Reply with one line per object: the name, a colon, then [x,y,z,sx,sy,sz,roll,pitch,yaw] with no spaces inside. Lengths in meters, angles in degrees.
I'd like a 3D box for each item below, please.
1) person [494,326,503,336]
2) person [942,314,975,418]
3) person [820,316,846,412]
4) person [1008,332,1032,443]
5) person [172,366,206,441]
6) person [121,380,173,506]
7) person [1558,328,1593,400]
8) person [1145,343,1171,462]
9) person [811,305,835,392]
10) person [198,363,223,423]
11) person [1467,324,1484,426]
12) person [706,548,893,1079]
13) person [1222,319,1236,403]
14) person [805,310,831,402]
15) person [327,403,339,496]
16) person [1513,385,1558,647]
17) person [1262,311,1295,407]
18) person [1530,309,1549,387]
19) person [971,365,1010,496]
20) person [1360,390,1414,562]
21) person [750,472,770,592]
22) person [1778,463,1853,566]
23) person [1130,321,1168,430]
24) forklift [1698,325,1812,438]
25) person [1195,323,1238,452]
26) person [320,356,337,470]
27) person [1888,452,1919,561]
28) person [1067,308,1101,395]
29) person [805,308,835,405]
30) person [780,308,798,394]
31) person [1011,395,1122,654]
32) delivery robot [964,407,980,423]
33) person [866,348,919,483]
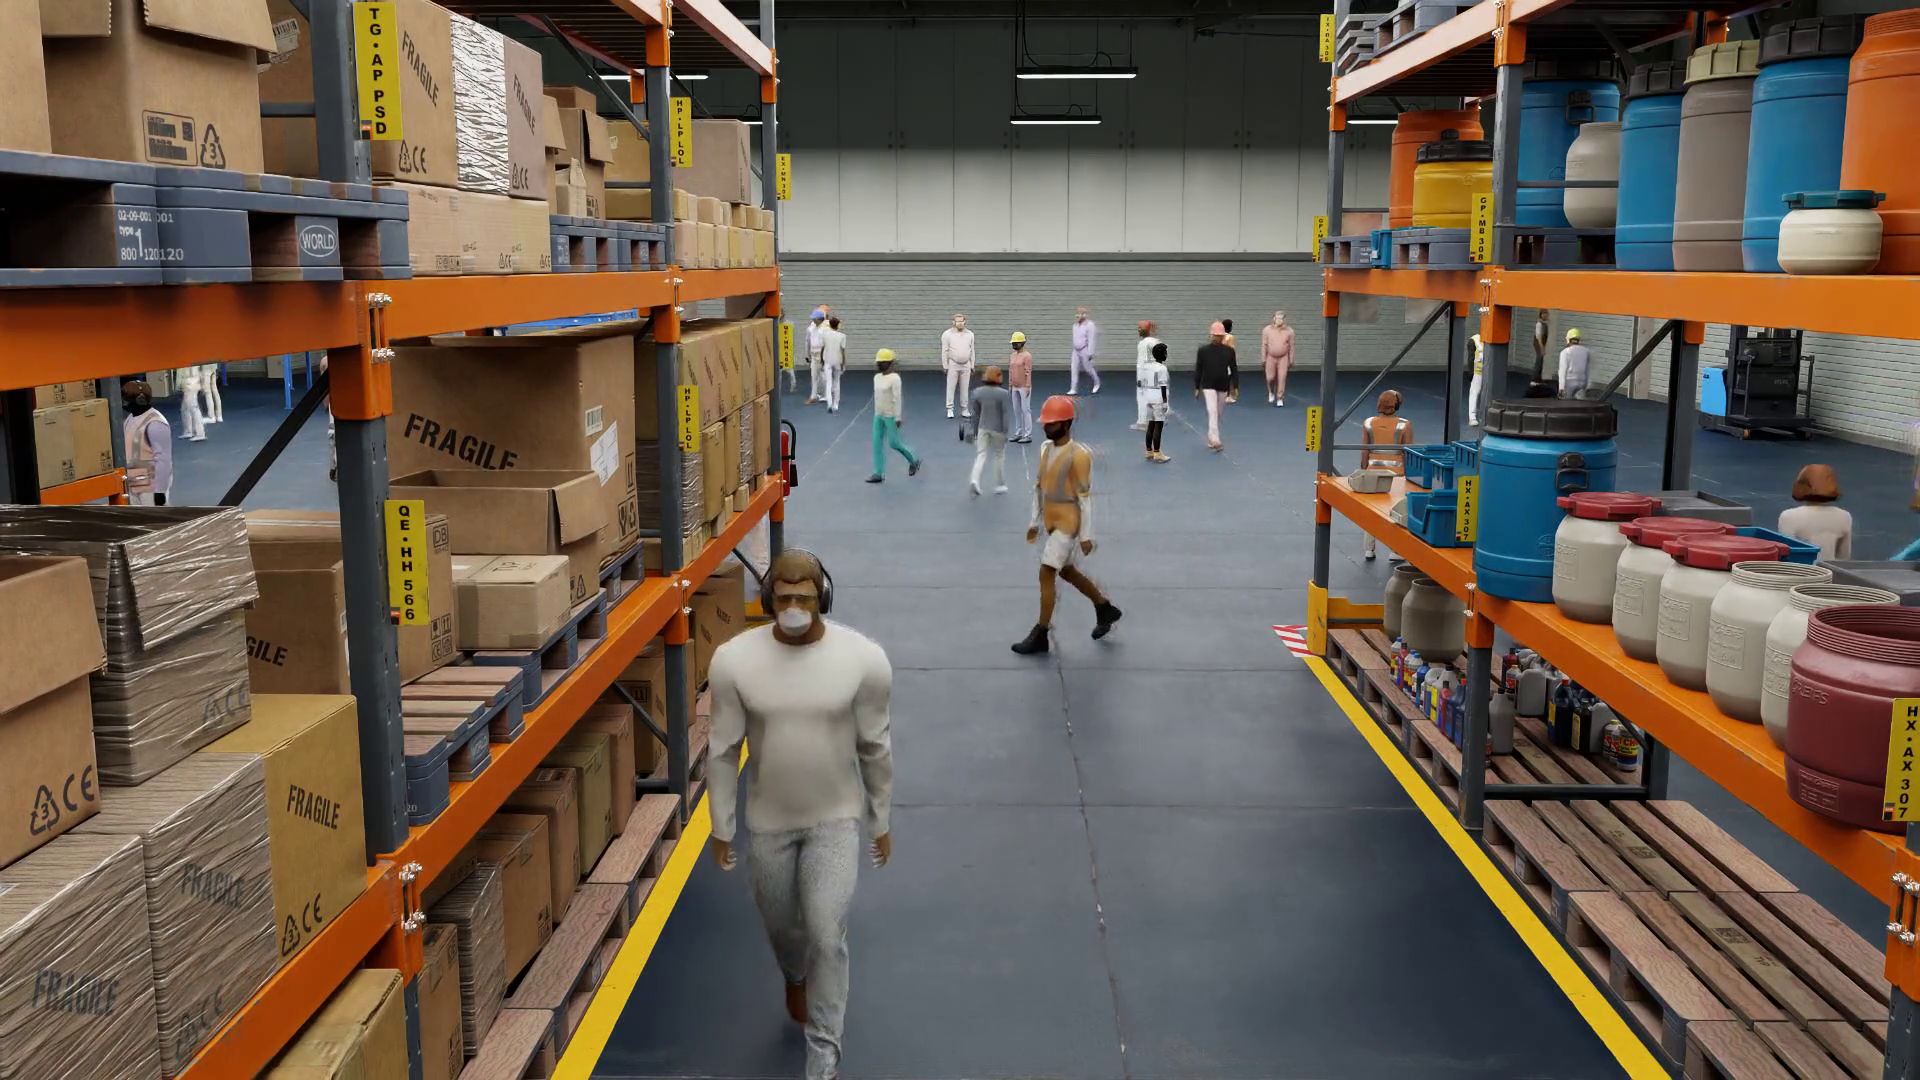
person: [-8.577,-3.226,30.497,0.571,2.000,0.804,-9,13,-43]
person: [-0.016,-3.205,30.648,0.643,1.908,0.408,-4,10,-20]
person: [-2.446,-3.393,32.017,0.519,1.832,0.914,-1,10,-6]
person: [0.945,-2.427,26.435,0.336,1.757,0.517,-7,12,-37]
person: [-12.393,-2.383,26.581,0.634,1.615,0.530,-1,10,-6]
person: [-7.045,-0.459,14.390,0.623,1.845,0.430,9,13,43]
person: [9.949,-2.511,26.813,0.627,1.800,0.727,-2,10,-14]
person: [2.857,-1.989,23.985,0.316,1.695,0.541,-3,10,-18]
person: [-2.964,-4.131,36.190,0.580,1.916,0.392,1,10,4]
person: [-13.440,-3.023,29.700,0.312,1.865,0.515,1,10,7]
person: [9.213,-2.936,29.229,0.623,1.844,0.429,-3,10,-16]
person: [-0.550,0.945,5.817,0.637,1.913,0.902,0,9,2]
person: [5.422,-3.644,33.901,0.319,1.697,0.532,-5,11,-27]
person: [-2.916,-3.811,34.371,0.580,1.864,0.978,-4,10,-22]
person: [-5.727,-0.732,15.736,0.543,1.939,0.355,2,10,10]
person: [4.276,-0.192,12.439,0.627,1.952,0.489,-2,10,-11]
person: [6.326,-3.603,33.055,0.660,1.889,0.451,2,10,10]
person: [13.380,-4.423,38.293,0.338,1.801,0.650,5,11,26]
person: [0.363,-1.350,20.434,0.507,1.604,0.756,4,10,24]
person: [4.087,-0.615,15.929,0.523,1.640,0.306,6,11,34]
person: [-1.964,-0.552,14.658,0.607,1.952,1.024,-6,11,-32]
person: [5.286,0.333,10.306,0.514,1.614,0.465,-2,10,-9]
person: [3.225,-2.809,28.412,0.549,1.859,0.595,7,12,35]
forklift: [13.248,-3.165,27.620,1.129,2.768,1.873,0,9,1]
person: [3.918,-2.344,25.390,0.633,1.947,1.016,-1,10,-8]
person: [-8.314,-1.861,22.599,0.654,1.905,0.408,-1,10,-6]
person: [8.332,-0.410,14.168,0.565,1.825,0.484,-5,11,-27]
person: [2.692,-4.096,36.075,0.644,1.880,0.881,9,13,44]
person: [-2.813,-3.687,33.483,0.510,1.958,0.610,-7,12,-37]
person: [-3.795,-4.045,35.690,0.630,1.910,0.883,3,10,19]
person: [0.826,-0.138,12.352,0.946,1.900,0.558,-4,10,-25]
delivery robot: [0.237,-2.018,26.646,0.335,0.223,0.698,0,10,0]
person: [-0.901,-1.640,21.763,0.713,1.746,0.528,-8,12,-40]
